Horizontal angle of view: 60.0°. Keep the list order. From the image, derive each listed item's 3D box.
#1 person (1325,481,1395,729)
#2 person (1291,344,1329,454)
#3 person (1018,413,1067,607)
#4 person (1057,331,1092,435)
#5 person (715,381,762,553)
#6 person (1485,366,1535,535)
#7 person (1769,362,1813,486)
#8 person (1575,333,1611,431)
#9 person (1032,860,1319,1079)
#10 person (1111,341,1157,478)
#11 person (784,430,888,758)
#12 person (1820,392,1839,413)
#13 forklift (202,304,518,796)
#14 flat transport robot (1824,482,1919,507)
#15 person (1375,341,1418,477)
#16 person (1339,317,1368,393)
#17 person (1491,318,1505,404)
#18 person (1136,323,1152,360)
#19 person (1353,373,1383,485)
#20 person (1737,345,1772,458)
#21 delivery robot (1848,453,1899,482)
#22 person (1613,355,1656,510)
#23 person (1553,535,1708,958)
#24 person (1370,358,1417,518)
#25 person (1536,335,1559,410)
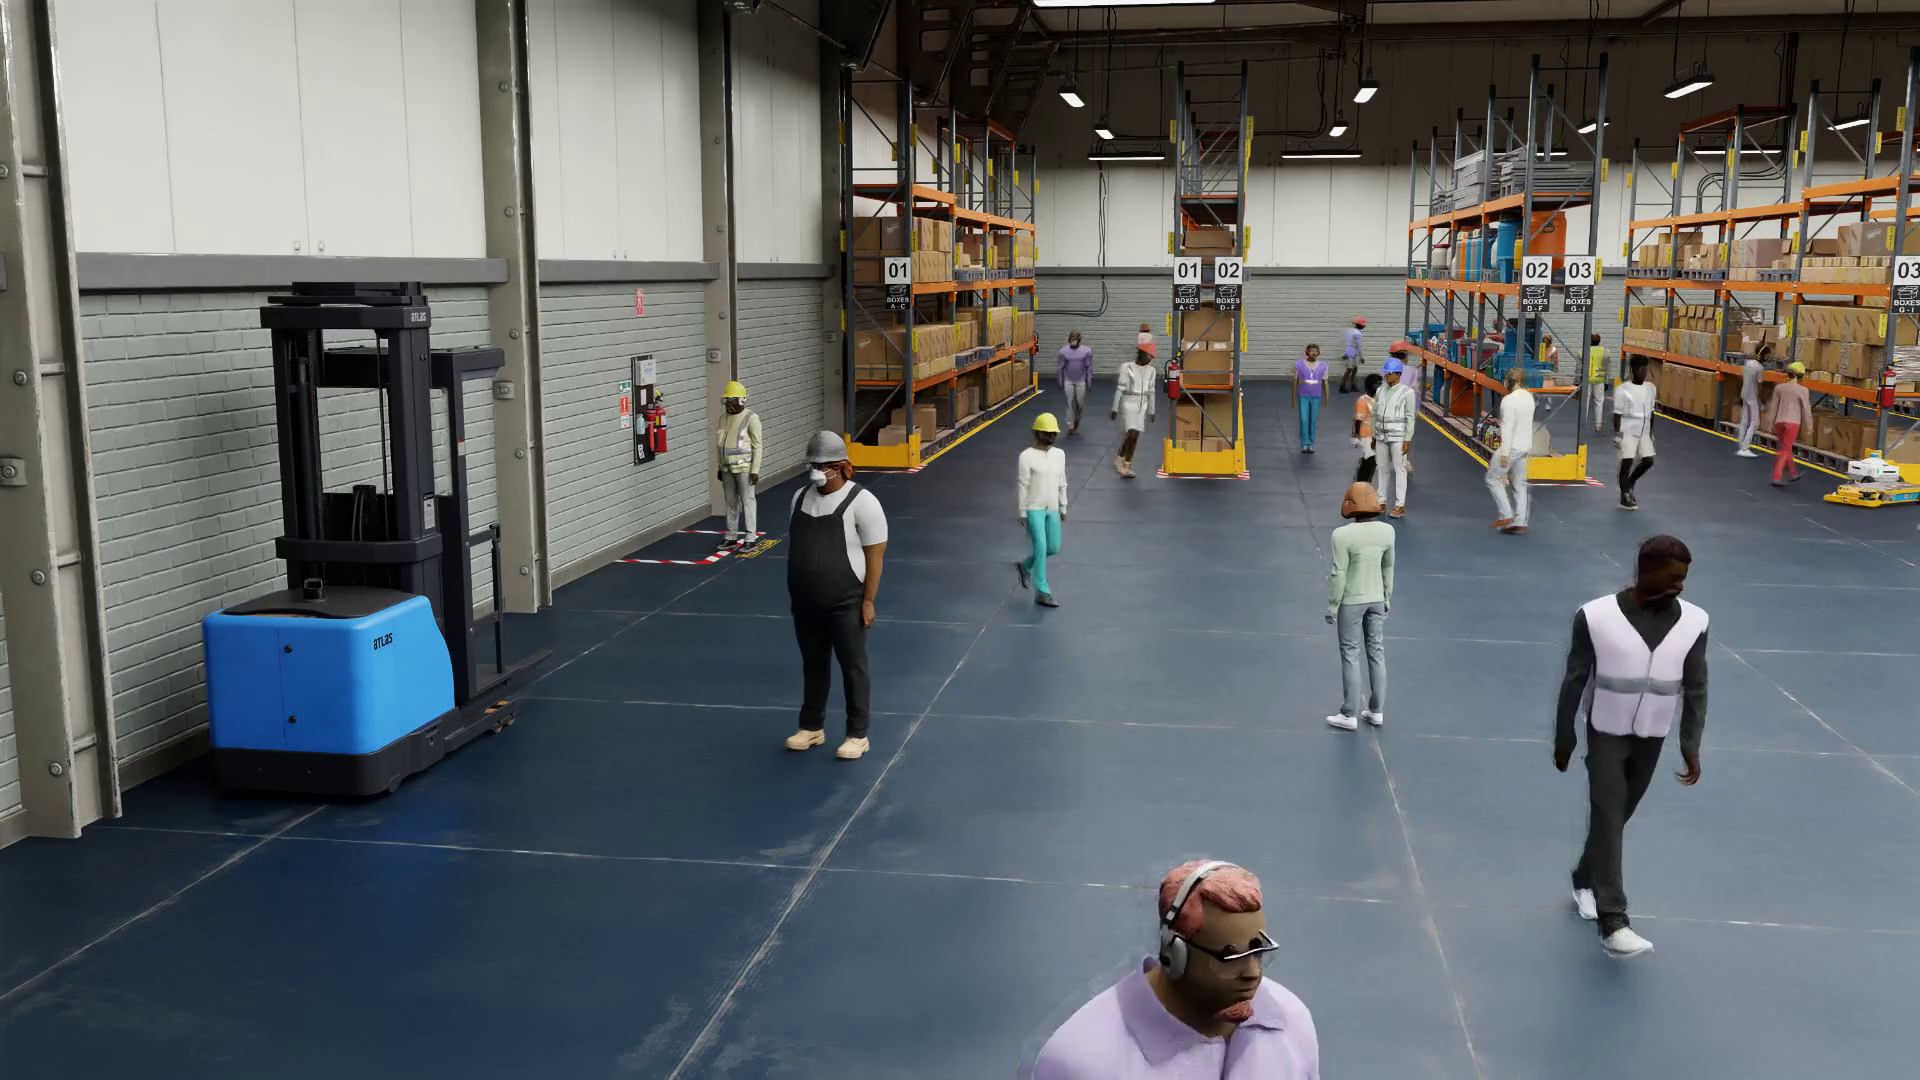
[{"bbox_3d":[2.638,0.427,10.987,0.507,1.631,0.270,-4,10,-25],"label":"person"},{"bbox_3d":[5.783,-2.312,27.345,0.585,1.808,0.885,0,9,1],"label":"person"},{"bbox_3d":[0.712,-0.296,15.118,0.522,1.748,0.618,-7,11,-35],"label":"person"},{"bbox_3d":[2.120,-2.920,30.788,0.657,1.913,0.620,0,9,2],"label":"person"},{"bbox_3d":[-2.390,-0.785,17.842,0.591,1.834,0.404,7,12,37],"label":"person"},{"bbox_3d":[6.297,-1.027,19.063,0.655,1.918,0.523,-9,13,-43],"label":"person"},{"bbox_3d":[11.727,-1.629,23.362,0.856,1.725,0.548,-4,10,-23],"label":"person"},{"bbox_3d":[11.893,-2.970,31.288,0.629,1.846,0.429,2,9,13],"label":"person"},{"bbox_3d":[0.516,1.556,3.264,0.677,1.869,0.877,-5,11,-30],"label":"person"},{"bbox_3d":[2.566,-1.902,24.250,0.696,1.987,0.438,-5,11,-30],"label":"person"},{"bbox_3d":[-0.818,0.354,10.312,0.684,2.000,0.536,6,11,32],"label":"person"},{"bbox_3d":[17.667,-3.281,33.615,0.458,1.699,0.513,-8,12,-39],"label":"person"},{"bbox_3d":[-3.673,-0.038,10.147,1.129,2.768,1.873,1,9,9],"label":"forklift"},{"bbox_3d":[12.055,-0.608,21.691,1.431,0.197,0.652,-4,10,-24],"label":"flat transport robot"},{"bbox_3d":[6.410,-1.919,24.372,0.613,2.001,1.037,-4,10,-24],"label":"person"},{"bbox_3d":[9.697,-4.549,40.921,0.756,1.874,0.573,-2,9,-11],"label":"person"},{"bbox_3d":[12.225,-4.094,37.912,0.643,1.933,1.049,2,9,10],"label":"person"},{"bbox_3d":[4.863,-4.945,44.153,0.537,1.621,0.352,-7,12,-38],"label":"person"},{"bbox_3d":[5.378,-1.328,21.657,0.557,1.671,0.551,7,12,37],"label":"person"},{"bbox_3d":[12.840,-2.260,26.984,0.332,1.831,0.657,-1,9,-5],"label":"person"},{"bbox_3d":[12.385,-0.936,22.549,0.477,0.478,0.707,-1,9,-4],"label":"delivery robot"},{"bbox_3d":[8.531,-1.362,21.018,0.634,1.952,0.422,-3,10,-17],"label":"person"},{"bbox_3d":[3.013,0.894,7.439,0.617,1.854,1.004,0,9,-3],"label":"person"},{"bbox_3d":[5.298,-1.260,20.422,0.387,1.948,0.605,-7,12,-38],"label":"person"},{"bbox_3d":[12.697,-3.643,36.088,0.598,1.628,0.427,7,11,36],"label":"person"}]
